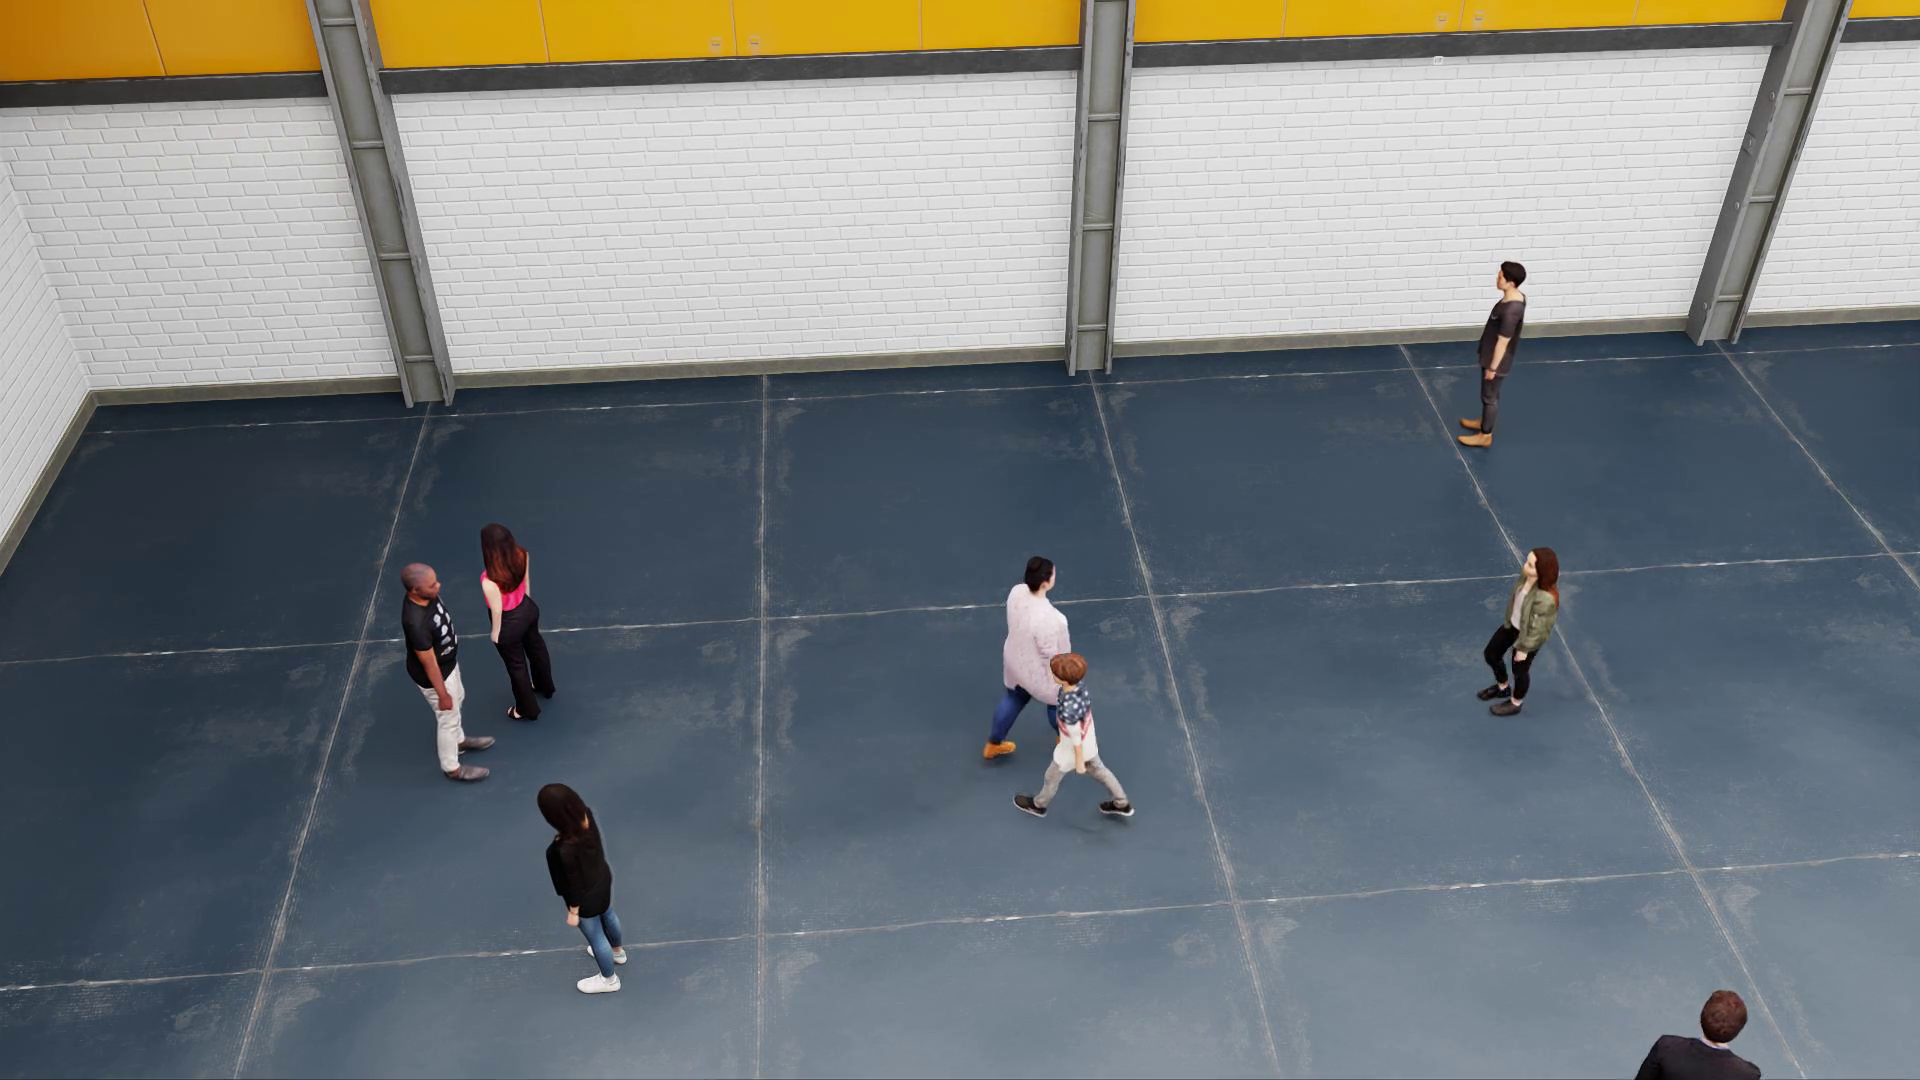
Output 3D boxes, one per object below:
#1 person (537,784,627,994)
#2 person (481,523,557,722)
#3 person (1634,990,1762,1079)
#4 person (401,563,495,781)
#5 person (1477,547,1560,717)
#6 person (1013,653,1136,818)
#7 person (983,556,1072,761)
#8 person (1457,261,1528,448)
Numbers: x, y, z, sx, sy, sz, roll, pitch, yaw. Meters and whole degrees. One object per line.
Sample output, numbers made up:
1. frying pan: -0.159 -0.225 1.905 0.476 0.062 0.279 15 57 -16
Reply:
1. person: -2.160 1.999 9.620 0.593 1.641 0.610 4 39 5
2. person: -3.067 0.546 11.424 0.661 1.660 0.660 14 41 17
3. person: 3.564 2.961 8.229 1.122 1.874 1.126 21 43 24
4. person: -3.447 0.853 10.928 0.636 1.800 0.685 -7 39 -9
5. person: 3.946 0.643 11.457 0.586 1.467 0.609 -8 39 -9
6. person: 0.816 1.313 10.678 1.081 1.392 0.794 11 40 14
7. person: 0.427 0.827 11.032 1.132 1.710 0.958 -21 43 -24
8. person: 4.552 -1.578 14.041 0.690 1.713 0.704 12 40 15
